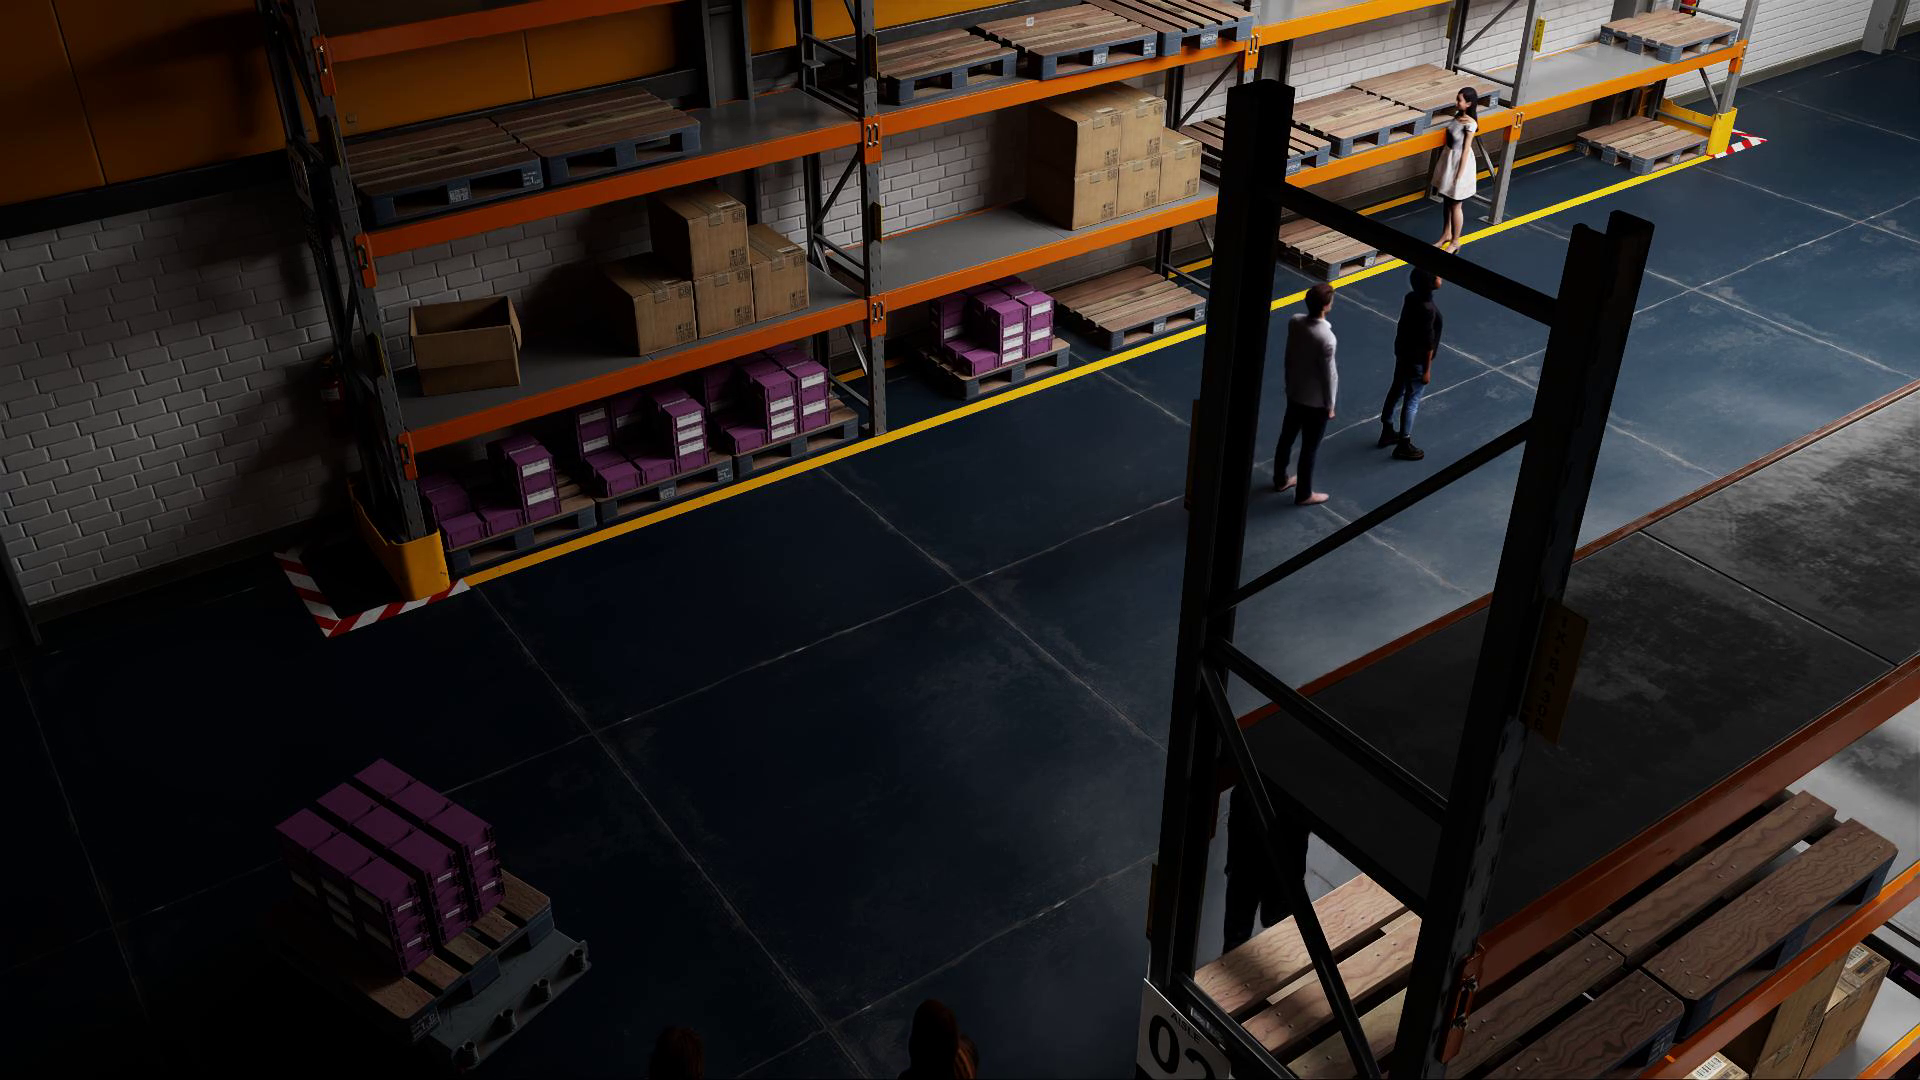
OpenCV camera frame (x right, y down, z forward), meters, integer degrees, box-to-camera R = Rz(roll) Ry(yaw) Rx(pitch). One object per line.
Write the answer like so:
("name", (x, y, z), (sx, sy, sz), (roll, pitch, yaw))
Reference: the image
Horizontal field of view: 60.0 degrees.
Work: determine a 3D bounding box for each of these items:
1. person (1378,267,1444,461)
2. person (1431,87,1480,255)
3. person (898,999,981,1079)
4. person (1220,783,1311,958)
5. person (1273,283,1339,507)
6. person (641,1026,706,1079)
("person", (3.715, -1.482, 13.657), (0.616, 1.701, 0.628), (-11, 35, -16))
("person", (5.080, -3.772, 17.041), (0.796, 1.769, 0.774), (-3, 34, -5))
("person", (-0.085, 2.673, 7.395), (0.702, 1.713, 0.519), (28, 43, 36))
("person", (1.648, 1.740, 8.821), (0.900, 1.687, 1.164), (20, 38, 27))
("person", (2.722, -1.153, 13.026), (0.577, 1.852, 0.688), (-18, 38, -25))
("person", (-1.233, 2.818, 7.185), (0.839, 1.704, 0.953), (13, 36, 18))
